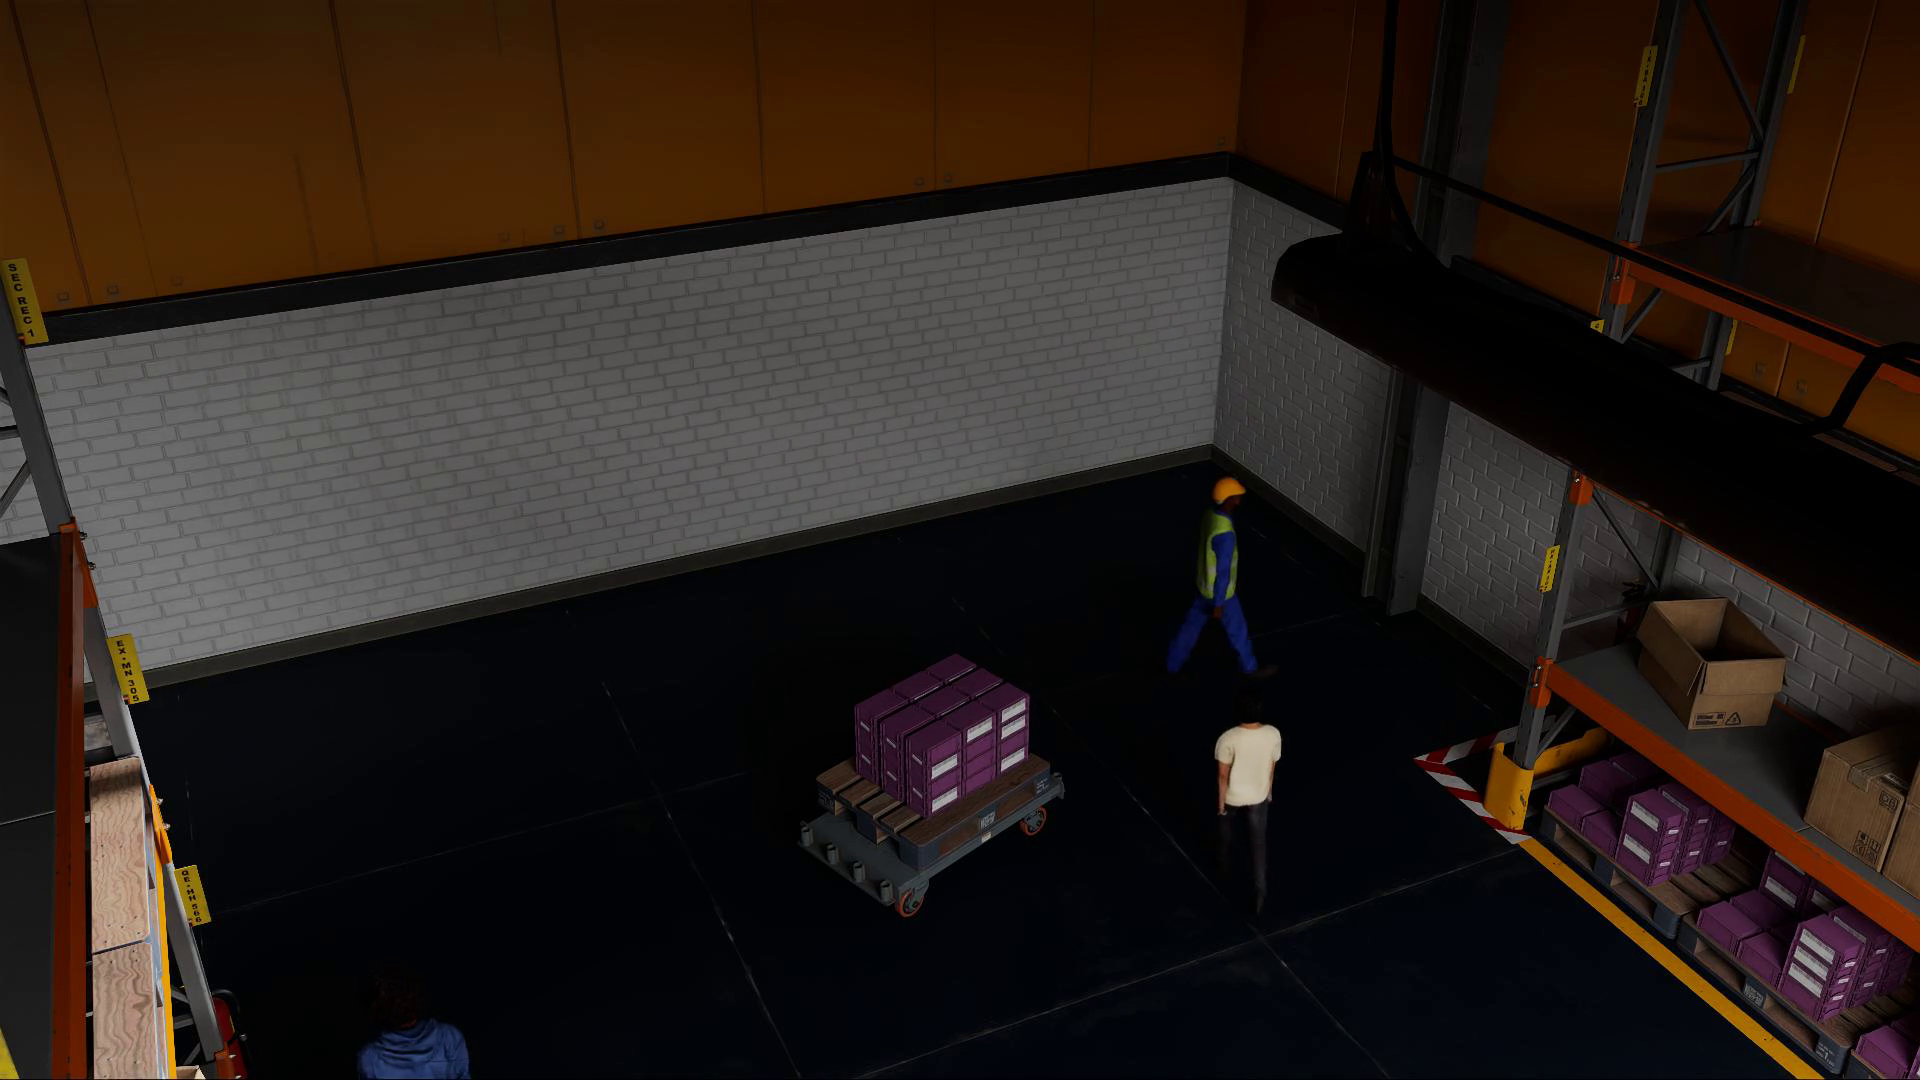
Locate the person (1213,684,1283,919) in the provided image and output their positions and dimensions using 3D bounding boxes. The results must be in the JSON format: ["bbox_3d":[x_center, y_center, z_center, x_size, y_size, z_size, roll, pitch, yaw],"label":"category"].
[{"bbox_3d":[1.788,1.627,10.318,0.805,1.563,1.066,-2,29,-4],"label":"person"}]

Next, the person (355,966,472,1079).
[{"bbox_3d":[-2.542,2.829,7.886,0.669,1.783,1.034,-12,31,-20],"label":"person"}]

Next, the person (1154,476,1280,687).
[{"bbox_3d":[1.833,0.367,12.412,0.924,1.770,1.219,-6,29,-11],"label":"person"}]
